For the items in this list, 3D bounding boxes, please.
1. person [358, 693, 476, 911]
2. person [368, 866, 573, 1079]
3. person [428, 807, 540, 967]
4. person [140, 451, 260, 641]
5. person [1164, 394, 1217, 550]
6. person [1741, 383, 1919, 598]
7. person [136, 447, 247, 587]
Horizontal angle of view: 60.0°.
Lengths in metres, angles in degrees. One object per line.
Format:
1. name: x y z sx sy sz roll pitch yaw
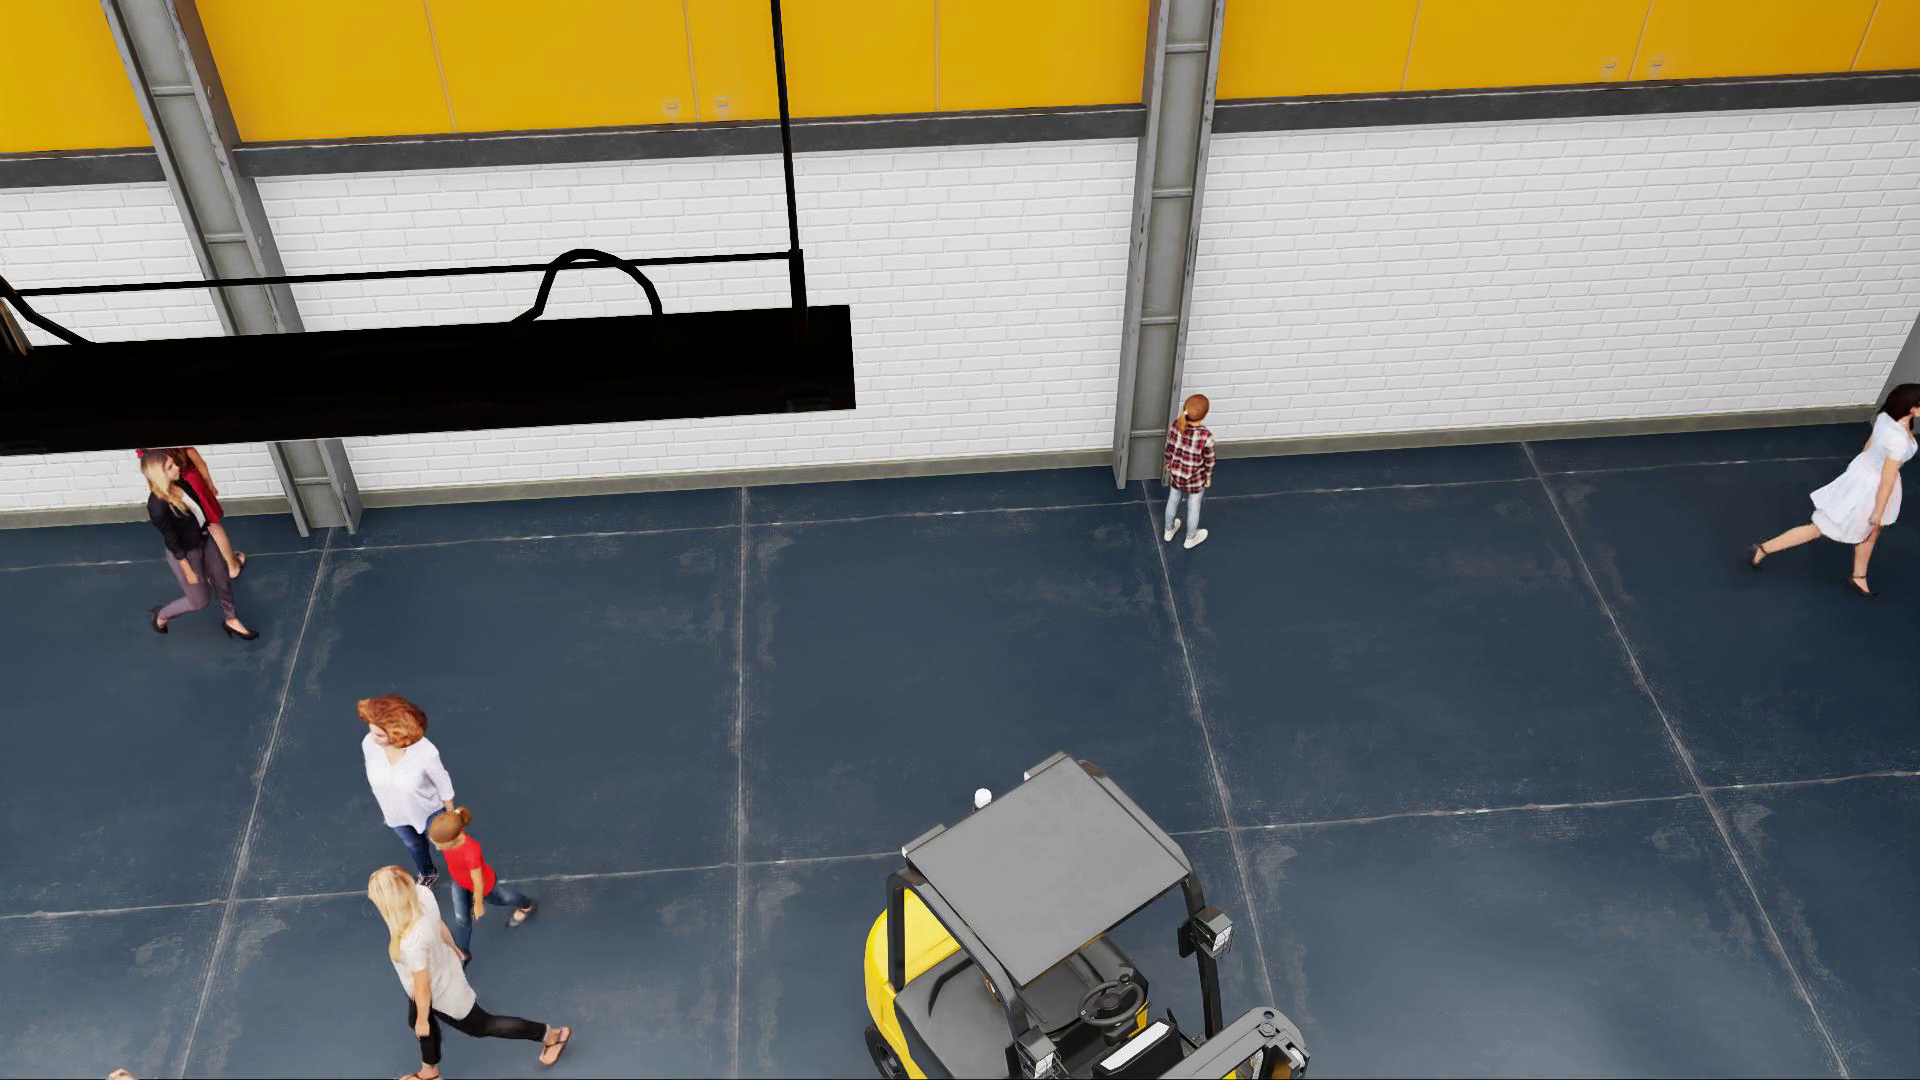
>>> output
1. person: -3.024 1.452 9.297 0.631 1.714 0.762 8 44 8
2. person: -2.531 2.224 8.435 1.253 1.785 0.818 -14 45 -15
3. person: -2.624 1.847 9.203 0.893 1.273 0.924 29 51 27
4. person: -5.051 0.104 10.756 0.888 1.653 0.644 0 44 0
5. person: 1.597 -0.489 11.631 0.605 1.305 0.674 26 49 25
6. person: 5.913 -0.312 11.100 1.266 1.782 0.937 12 45 13
7. person: -5.269 -0.330 11.285 0.622 1.553 0.684 -16 46 -16
